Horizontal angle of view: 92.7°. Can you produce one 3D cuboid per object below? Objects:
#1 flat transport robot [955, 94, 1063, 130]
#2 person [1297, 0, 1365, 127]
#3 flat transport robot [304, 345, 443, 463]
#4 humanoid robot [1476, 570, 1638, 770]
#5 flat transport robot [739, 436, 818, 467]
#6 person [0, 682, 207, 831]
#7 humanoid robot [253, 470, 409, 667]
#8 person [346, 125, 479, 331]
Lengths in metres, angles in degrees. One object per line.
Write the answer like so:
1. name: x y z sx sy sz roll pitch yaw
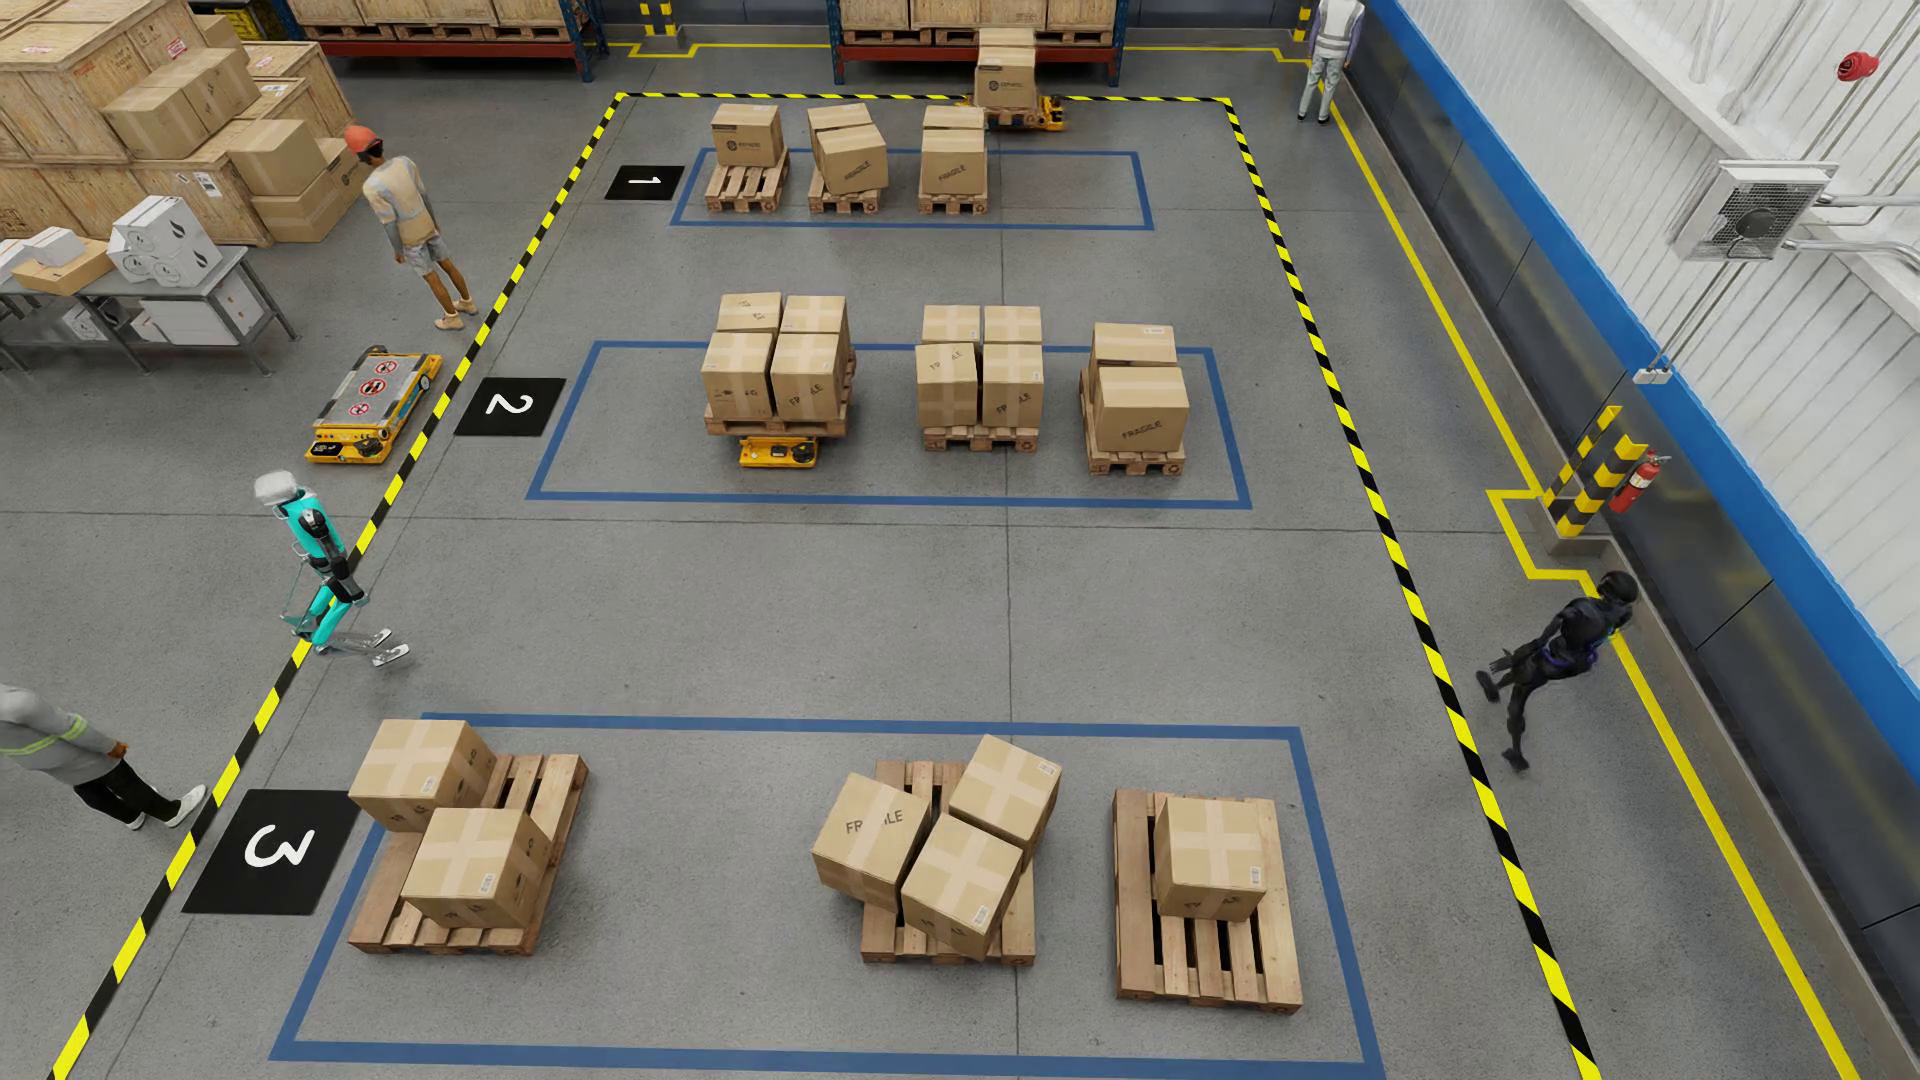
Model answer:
1. flat transport robot: 0.637 -5.695 12.168 1.431 0.197 0.652 1 50 1
2. person: 4.695 -6.195 11.582 0.588 1.837 0.404 23 53 18
3. flat transport robot: -5.383 -1.269 8.441 0.659 0.231 1.431 1 50 1
4. humanoid robot: 3.777 0.777 5.834 0.611 1.643 0.788 -8 50 -6
5. flat transport robot: -1.582 -1.235 8.394 0.652 0.197 1.431 1 50 1
6. person: -5.226 1.174 5.336 0.596 1.850 0.384 -1 50 -1
7. humanoid robot: -4.299 0.308 6.059 0.533 1.673 0.735 35 58 26
8. person: -5.180 -2.910 8.673 0.388 2.036 0.604 13 51 10
